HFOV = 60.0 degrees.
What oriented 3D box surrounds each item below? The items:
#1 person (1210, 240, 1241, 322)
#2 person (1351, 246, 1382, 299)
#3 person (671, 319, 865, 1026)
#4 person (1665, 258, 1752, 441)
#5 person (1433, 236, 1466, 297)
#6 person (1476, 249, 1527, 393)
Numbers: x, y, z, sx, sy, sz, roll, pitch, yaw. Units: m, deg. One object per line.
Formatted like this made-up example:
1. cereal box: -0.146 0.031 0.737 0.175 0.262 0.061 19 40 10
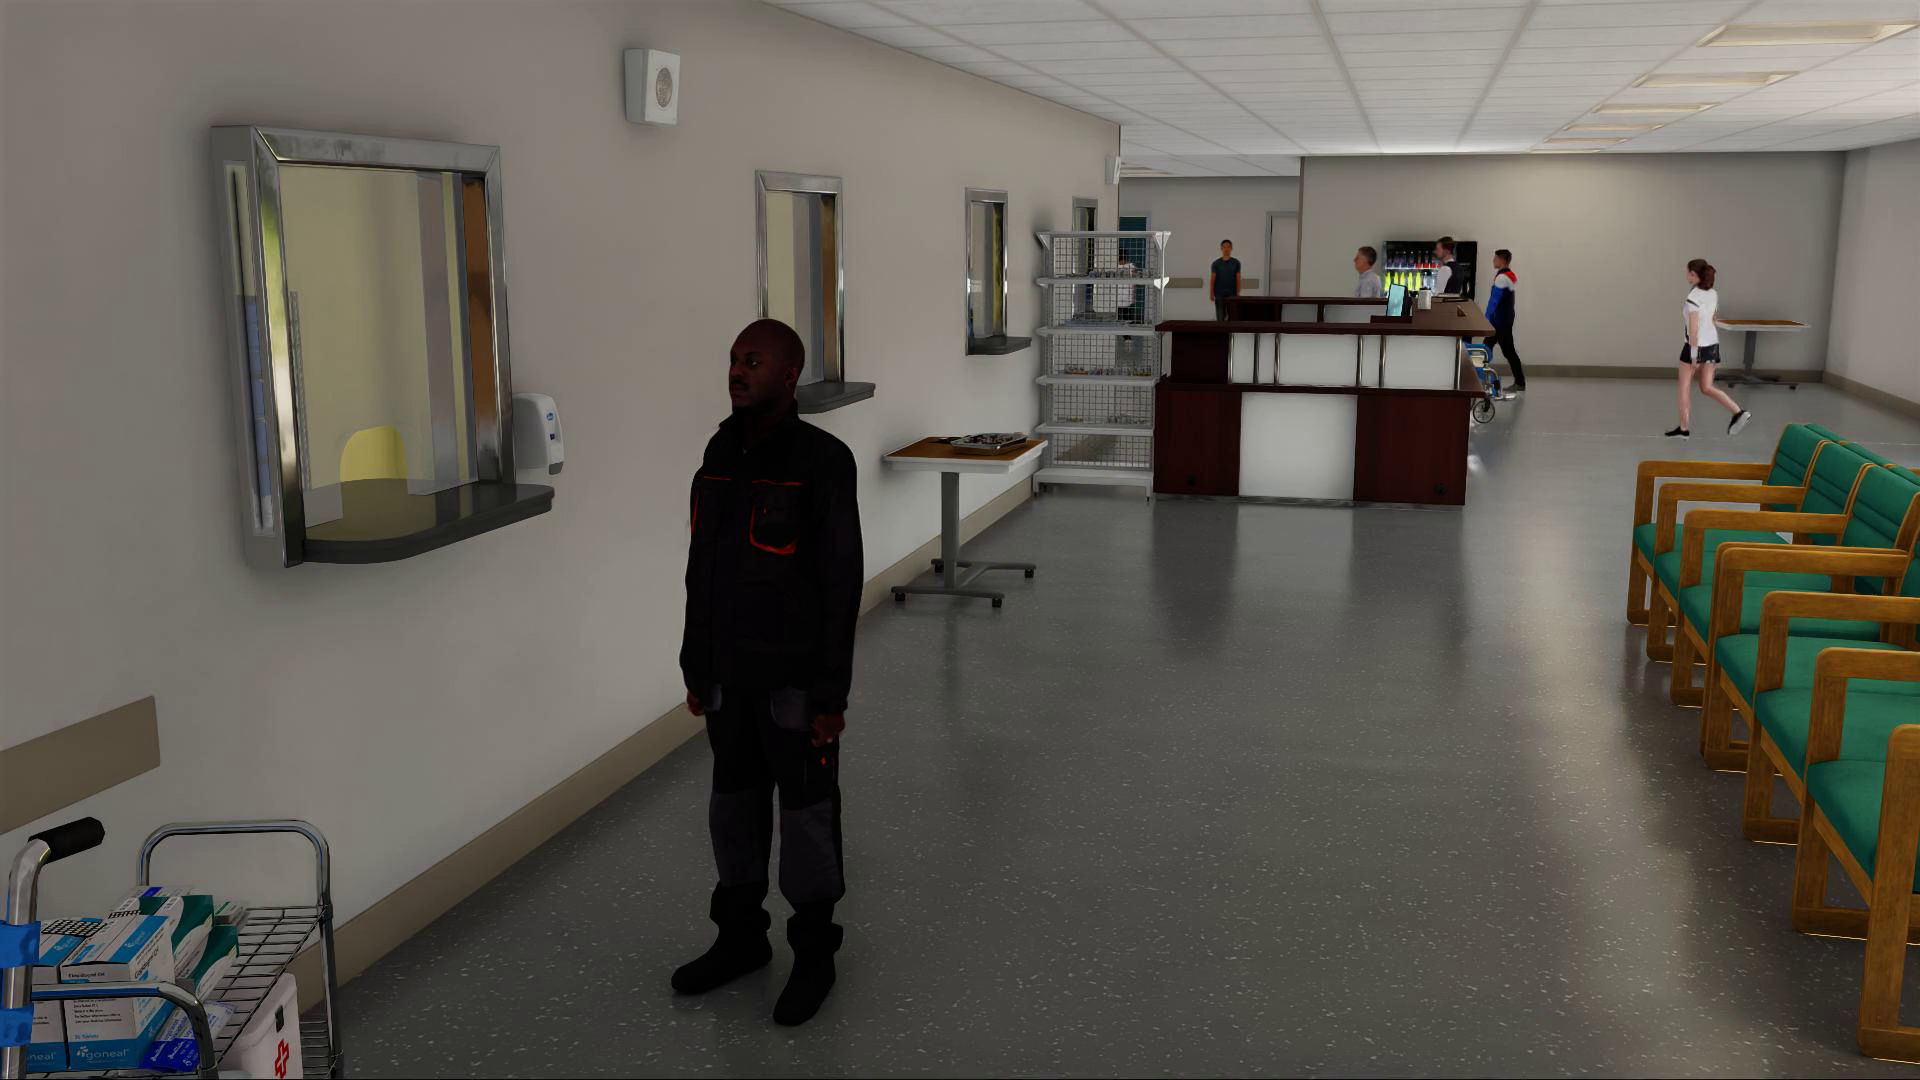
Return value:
1. person: 4.386 -4.056 27.554 0.664 1.800 0.793 0 11 2
2. person: 4.593 -2.403 18.780 0.628 1.824 0.663 4 11 19
3. person: -0.498 0.321 4.424 0.639 1.825 0.819 6 12 30
4. person: 7.026 -1.738 15.590 1.036 1.708 1.090 -6 12 -30
5. person: 5.519 -2.423 18.622 1.066 1.922 0.912 9 14 40
6. person: 6.691 -2.632 20.284 1.194 1.714 0.847 6 12 28
